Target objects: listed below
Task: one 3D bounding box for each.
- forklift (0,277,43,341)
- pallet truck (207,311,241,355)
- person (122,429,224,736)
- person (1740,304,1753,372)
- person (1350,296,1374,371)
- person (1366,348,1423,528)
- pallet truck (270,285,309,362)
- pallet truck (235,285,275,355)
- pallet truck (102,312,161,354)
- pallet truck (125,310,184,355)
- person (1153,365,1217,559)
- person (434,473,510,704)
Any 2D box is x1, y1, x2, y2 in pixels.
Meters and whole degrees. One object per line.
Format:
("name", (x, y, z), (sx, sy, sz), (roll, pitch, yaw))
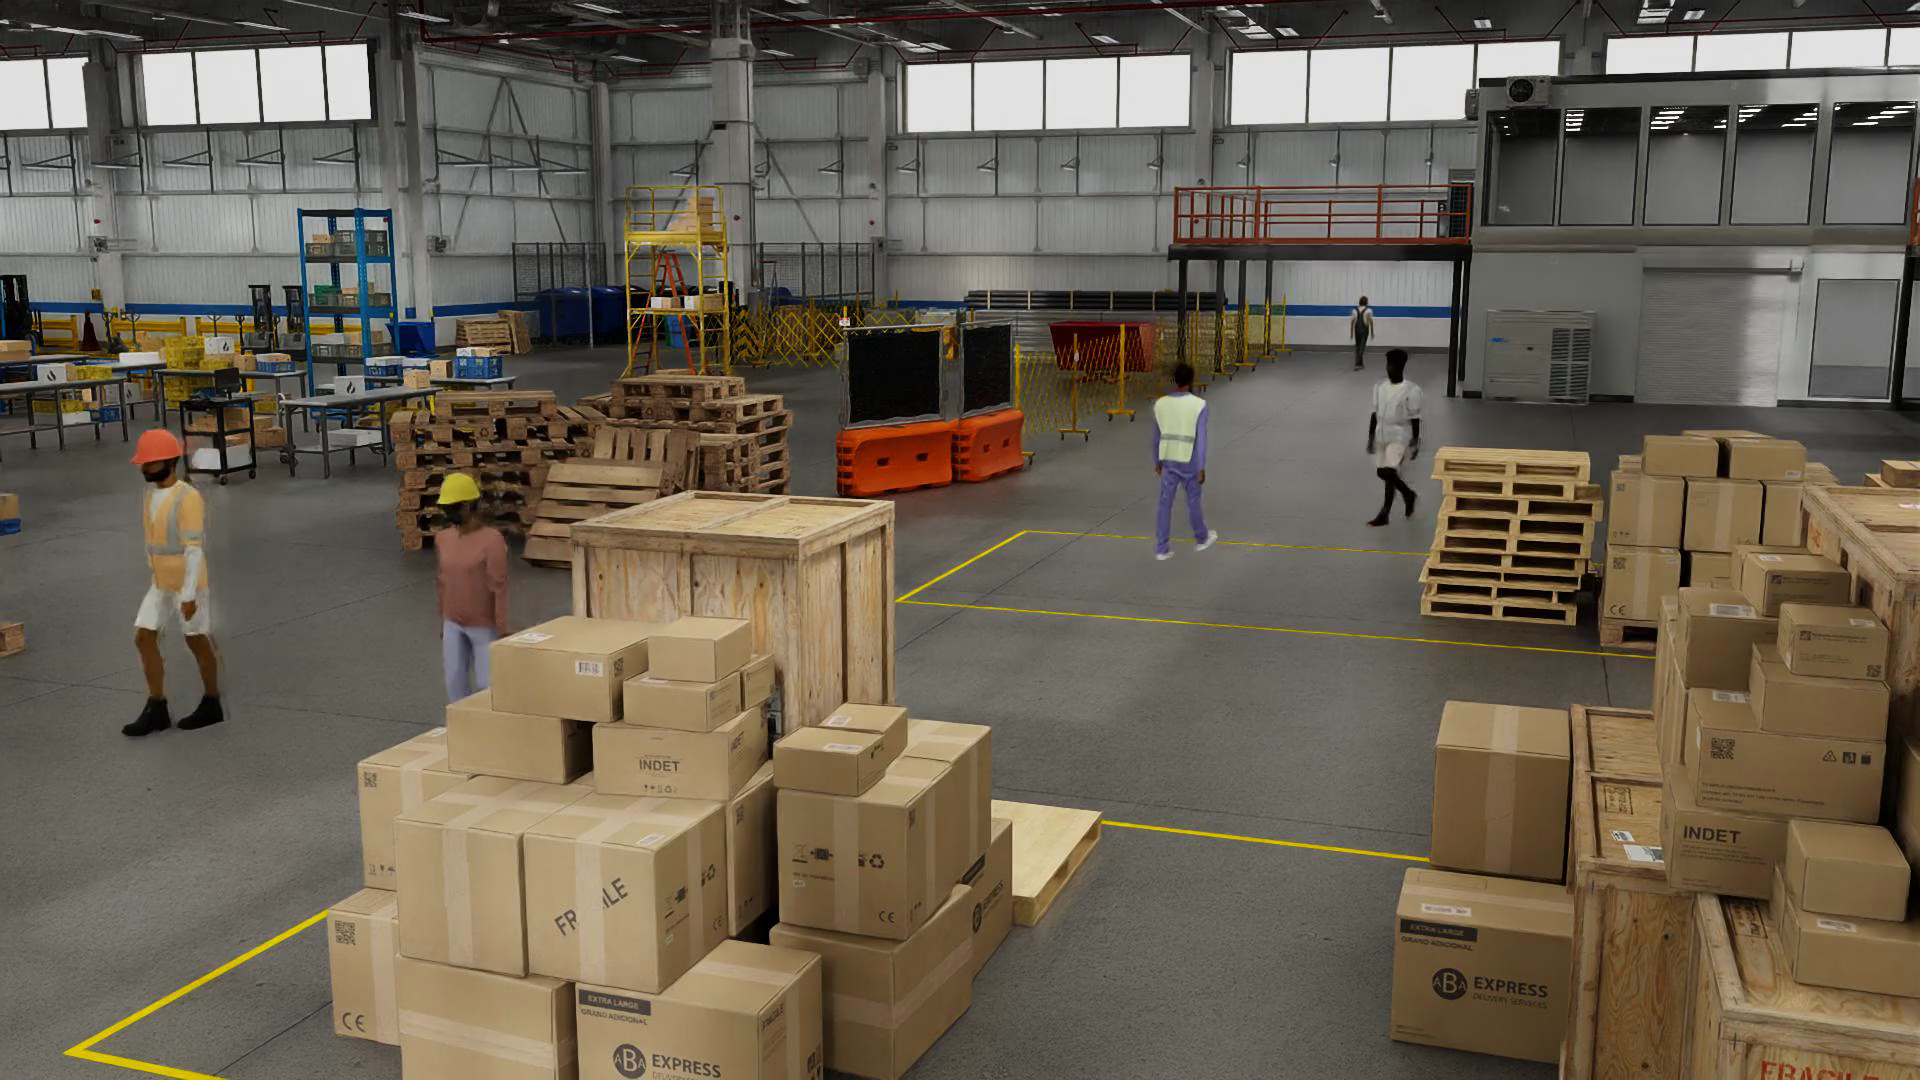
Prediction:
("forklift", (-27.151, -6.329, 46.328), (1.157, 1.987, 2.680), (3, 11, 17))
("pallet truck", (-19.537, -5.575, 44.913), (0.653, 1.274, 1.630), (3, 11, 19))
("person", (-4.917, 0.277, 10.238), (0.584, 1.909, 0.759), (6, 12, 32))
("person", (18.054, -4.688, 38.315), (0.532, 1.865, 0.309), (-5, 11, -26))
("person", (9.754, -5.020, 40.401), (0.509, 1.803, 0.946), (7, 12, 33))
("person", (4.739, -1.121, 18.029), (0.812, 1.945, 0.615), (-6, 12, -32))
("pallet truck", (-17.147, -5.700, 43.663), (0.823, 1.965, 1.885), (3, 11, 17))
("pallet truck", (-18.327, -5.835, 44.421), (0.823, 1.965, 1.885), (4, 11, 23))
("pallet truck", (-23.057, -5.777, 46.261), (0.680, 1.201, 1.601), (3, 11, 19))
("pallet truck", (-22.038, -5.665, 45.457), (0.704, 1.261, 1.522), (3, 11, 17))
("person", (2.191, -0.775, 16.277), (0.626, 1.866, 0.980), (7, 12, 33))
("person", (-2.789, 0.460, 9.662), (0.532, 1.744, 0.620), (5, 11, 25))
